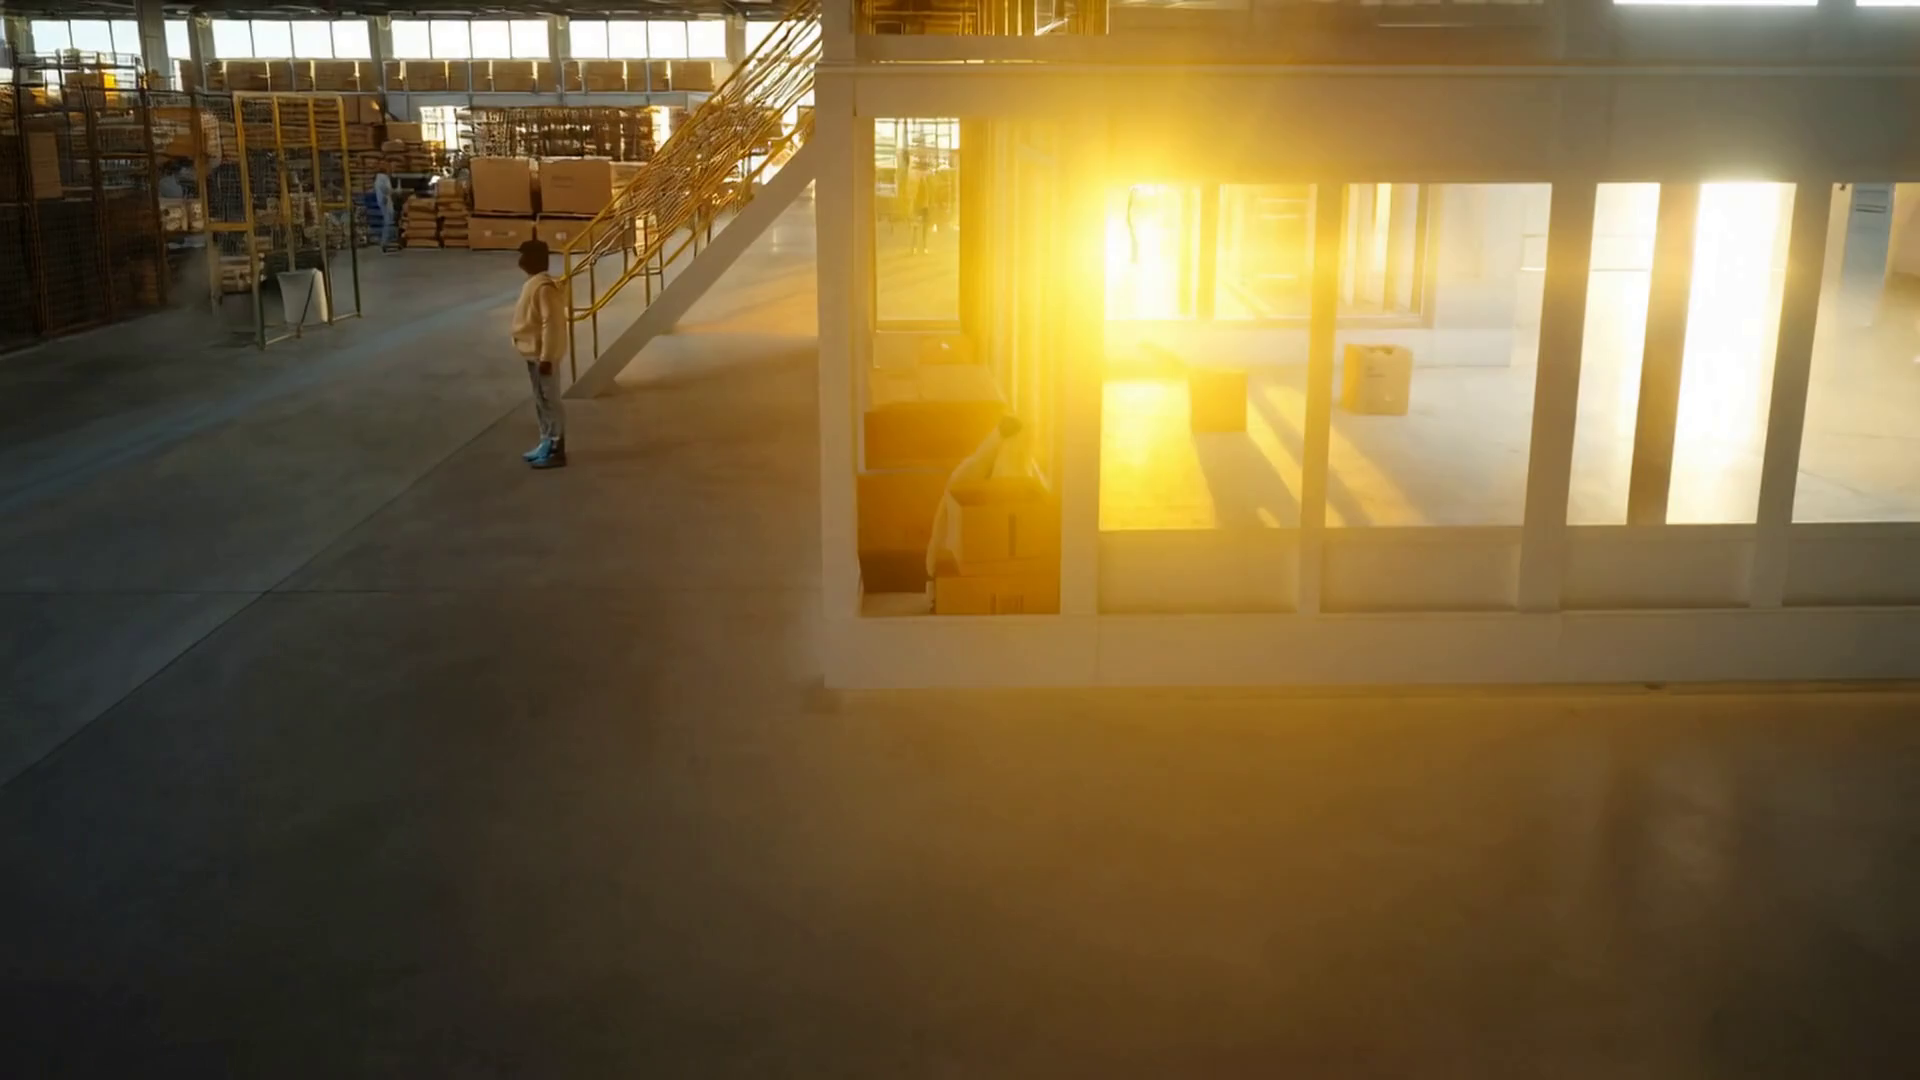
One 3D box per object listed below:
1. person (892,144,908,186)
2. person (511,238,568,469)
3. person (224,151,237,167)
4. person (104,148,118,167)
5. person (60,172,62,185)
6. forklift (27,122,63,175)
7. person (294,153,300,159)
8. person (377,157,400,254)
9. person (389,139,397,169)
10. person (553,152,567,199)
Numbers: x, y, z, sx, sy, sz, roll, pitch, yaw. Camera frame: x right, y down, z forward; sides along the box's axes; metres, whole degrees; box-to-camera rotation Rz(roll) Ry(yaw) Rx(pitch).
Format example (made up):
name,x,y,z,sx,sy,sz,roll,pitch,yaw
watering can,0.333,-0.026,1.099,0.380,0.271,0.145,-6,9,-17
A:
name,x,y,z,sx,sy,sz,roll,pitch,yaw
person,-2.648,-16.707,74.148,0.933,1.864,0.679,1,14,2
person,-3.394,-1.506,13.459,0.429,1.844,0.627,-6,15,-22
person,-24.861,-12.411,57.102,0.621,1.805,0.773,-1,14,-6
person,-35.736,-15.690,69.997,0.648,1.913,0.621,4,15,16
person,-17.745,-6.374,32.856,0.332,1.872,0.514,-13,19,-41
forklift,-35.376,-14.773,64.377,1.129,2.768,1.873,-1,14,-2
person,-24.217,-13.303,60.916,0.557,1.678,0.521,-4,15,-16
person,-12.237,-7.144,35.583,0.393,2.041,0.614,-6,15,-23
person,-27.971,-18.770,82.145,0.611,1.997,0.375,13,19,41
person,-14.743,-13.396,61.170,0.526,1.744,0.673,6,15,22
